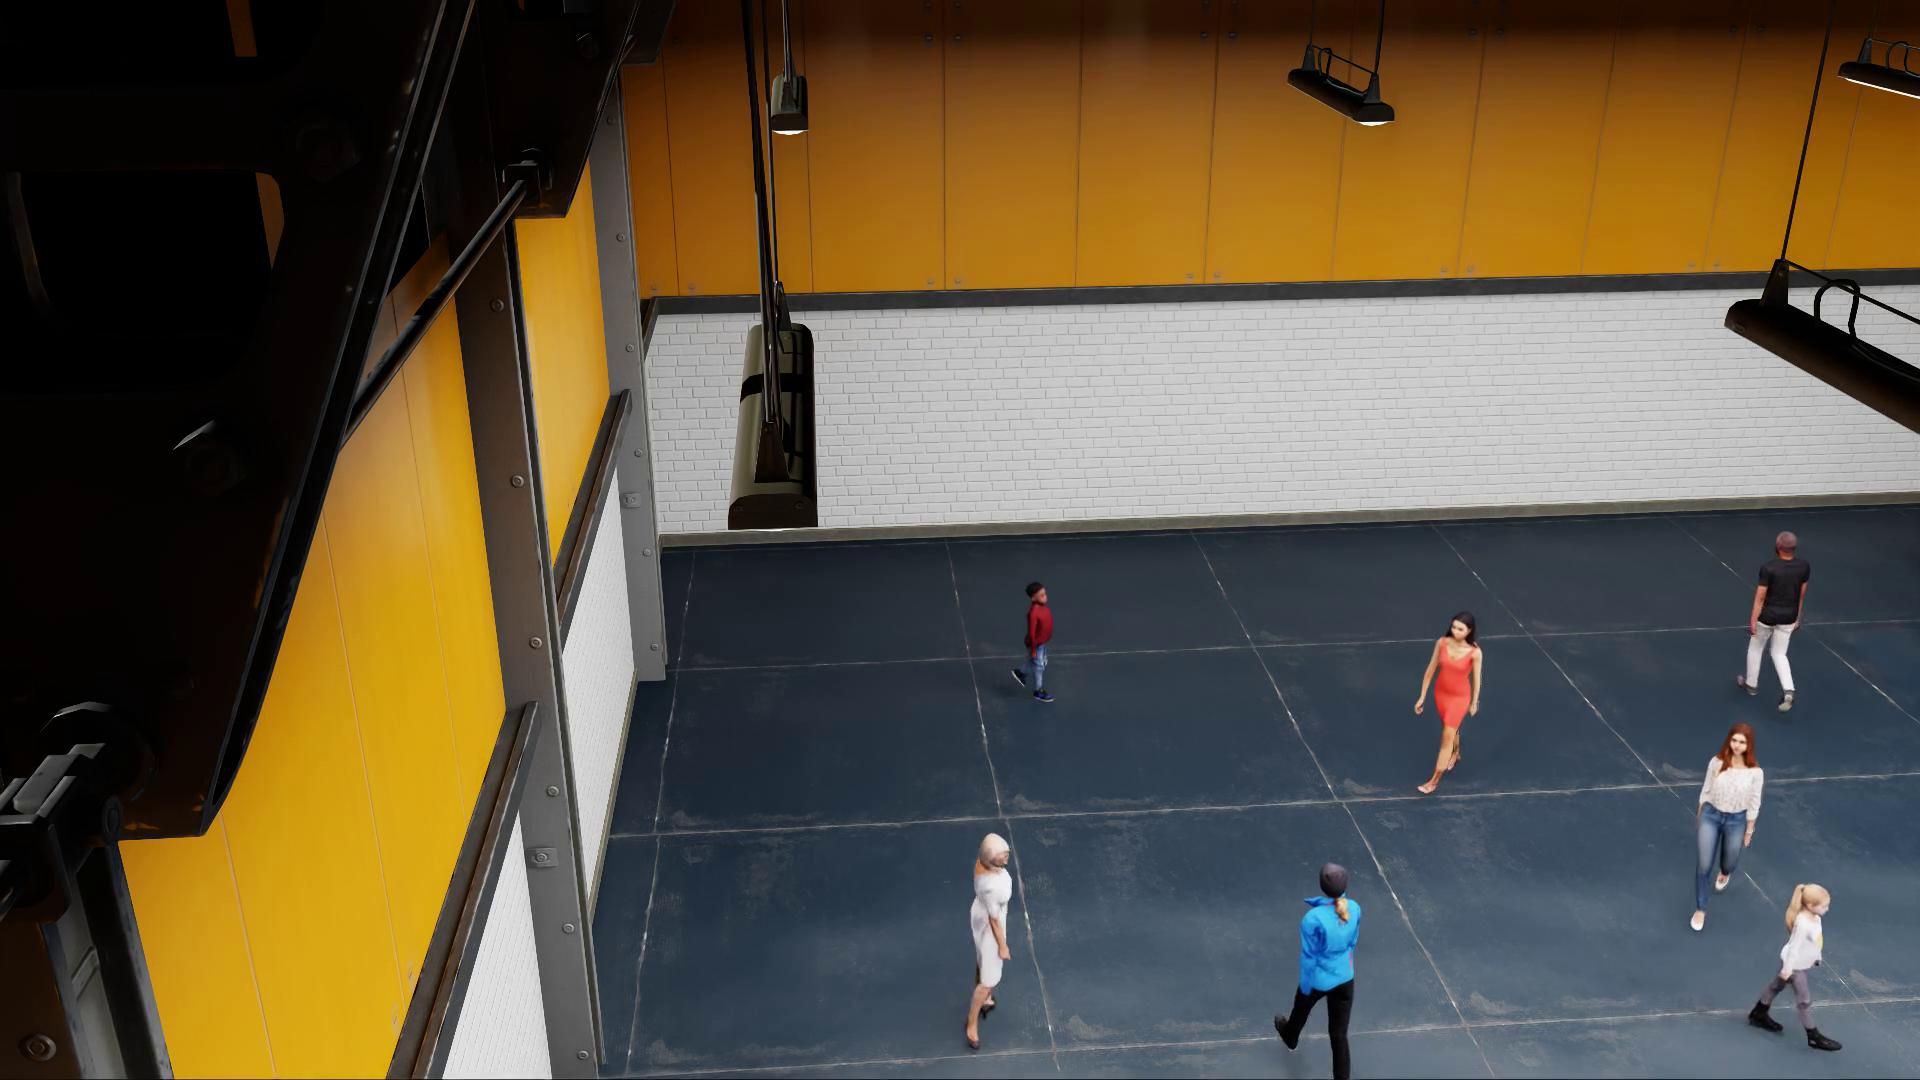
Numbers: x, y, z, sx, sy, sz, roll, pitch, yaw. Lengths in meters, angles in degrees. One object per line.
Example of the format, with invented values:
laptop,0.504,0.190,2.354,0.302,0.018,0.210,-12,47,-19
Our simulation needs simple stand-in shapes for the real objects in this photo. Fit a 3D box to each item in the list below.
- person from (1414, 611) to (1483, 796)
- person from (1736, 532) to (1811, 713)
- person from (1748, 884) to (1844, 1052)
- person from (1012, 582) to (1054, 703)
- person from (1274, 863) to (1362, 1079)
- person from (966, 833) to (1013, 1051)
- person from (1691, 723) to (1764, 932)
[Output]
person,4.408,1.393,14.783,1.086,1.668,1.111,21,31,39
person,7.885,0.806,15.986,0.697,1.779,1.049,-1,24,-2
person,5.828,2.953,11.730,0.882,1.254,0.843,17,29,34
person,0.707,0.974,16.269,0.728,1.244,0.719,9,25,20
person,2.476,2.997,11.014,0.749,1.746,1.204,-5,24,-12
person,0.183,2.701,11.717,0.783,1.725,0.478,-7,25,-17
person,5.951,2.175,12.936,0.915,1.714,1.028,15,28,30
